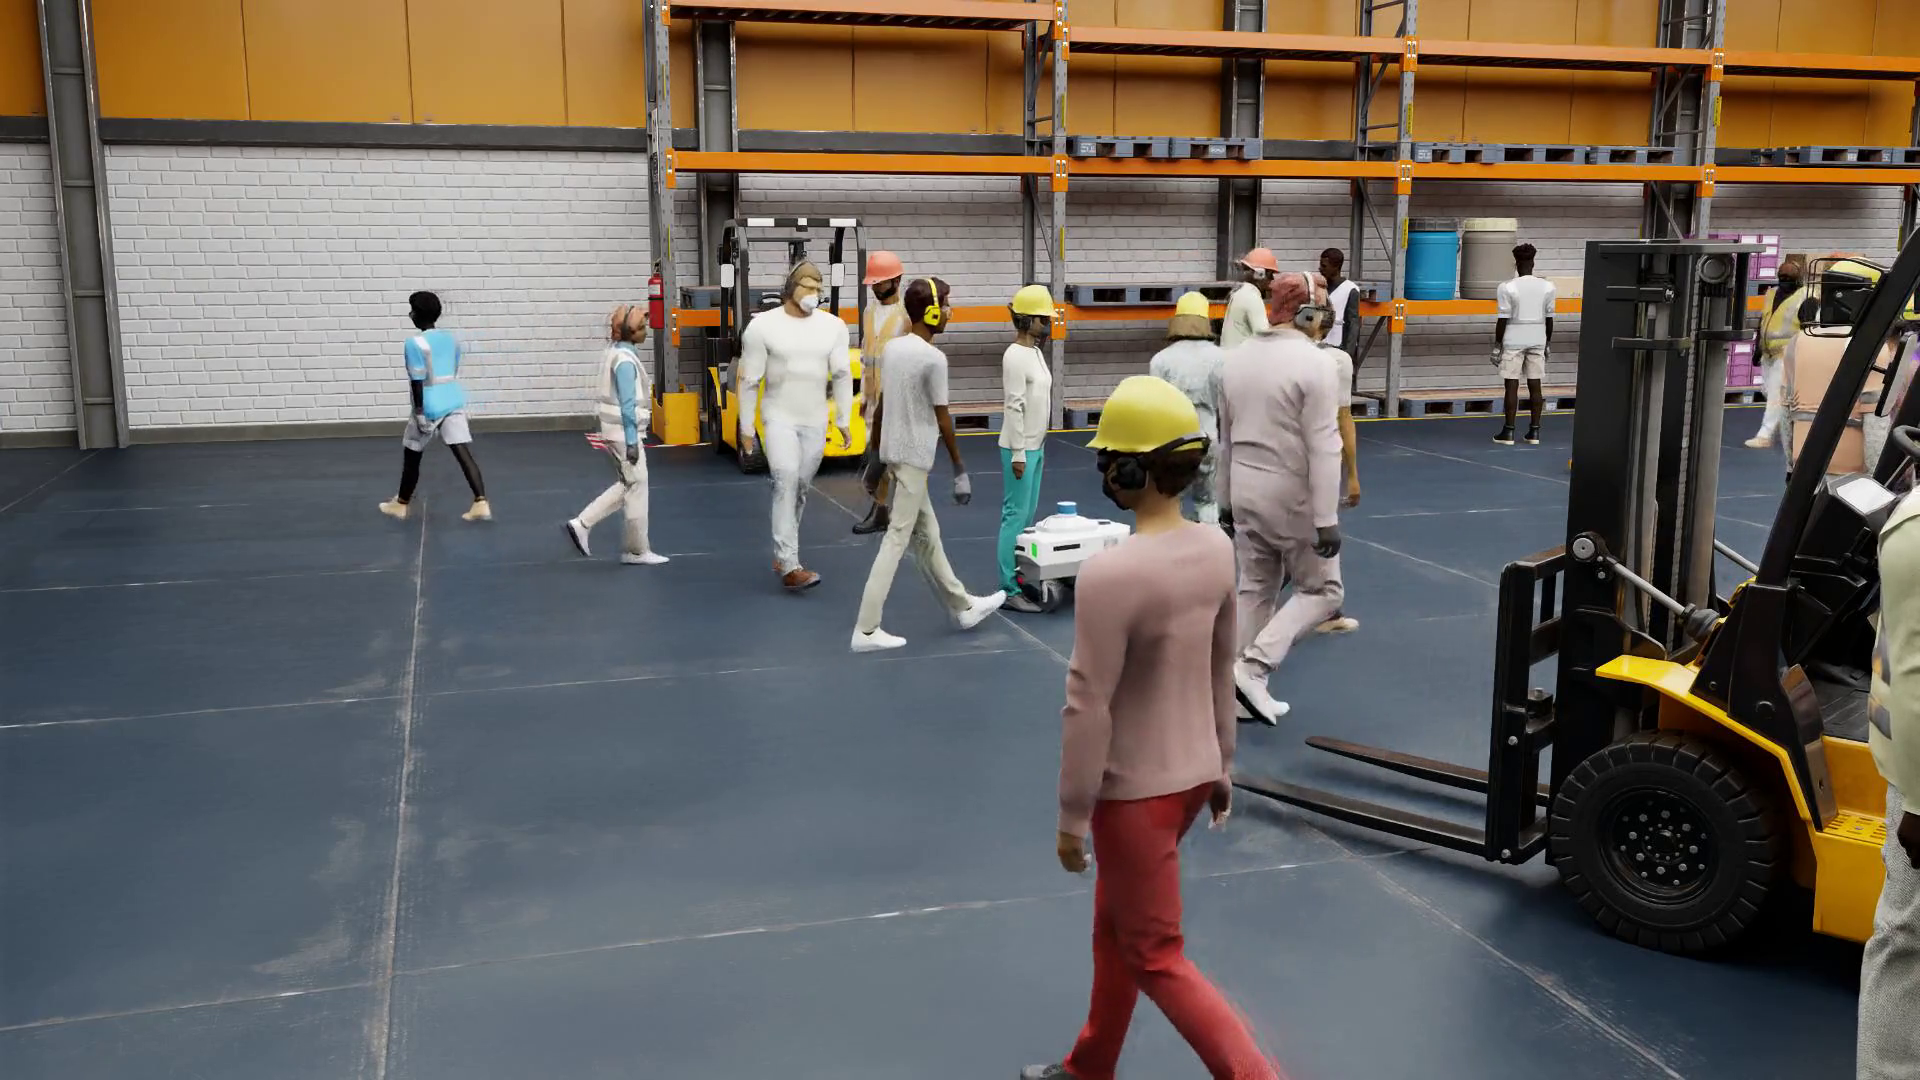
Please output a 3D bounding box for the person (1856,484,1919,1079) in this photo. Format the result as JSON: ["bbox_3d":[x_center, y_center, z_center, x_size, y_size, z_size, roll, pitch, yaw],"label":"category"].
[{"bbox_3d":[2.150,0.479,3.523,0.588,1.831,0.404,-9,14,-40],"label":"person"}]

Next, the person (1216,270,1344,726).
[{"bbox_3d":[1.289,-0.142,6.771,0.472,1.887,0.722,-6,12,-30],"label":"person"}]

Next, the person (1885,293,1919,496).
[{"bbox_3d":[4.834,-0.447,8.832,0.703,1.743,0.530,-1,10,-6],"label":"person"}]

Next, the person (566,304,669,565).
[{"bbox_3d":[-2.096,-0.625,10.138,0.532,1.618,0.536,-3,11,-17],"label":"person"}]

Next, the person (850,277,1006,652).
[{"bbox_3d":[-0.159,-0.376,8.233,0.961,1.821,0.528,-5,12,-27],"label":"person"}]

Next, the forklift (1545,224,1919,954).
[{"bbox_3d":[2.909,0.117,4.508,2.313,2.155,1.214,9,14,40],"label":"forklift"}]

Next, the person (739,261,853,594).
[{"bbox_3d":[-0.946,-0.669,9.685,0.639,1.881,0.999,-5,12,-27],"label":"person"}]

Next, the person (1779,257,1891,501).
[{"bbox_3d":[4.179,-0.379,7.959,0.364,1.928,0.586,-4,11,-19],"label":"person"}]

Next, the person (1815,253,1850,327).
[{"bbox_3d":[7.943,-1.670,15.237,0.493,1.884,0.587,3,11,18],"label":"person"}]

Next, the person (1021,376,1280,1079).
[{"bbox_3d":[0.454,0.521,3.555,0.811,1.740,0.527,9,14,40],"label":"person"}]

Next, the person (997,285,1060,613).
[{"bbox_3d":[0.380,-0.496,9.049,0.323,1.765,0.534,3,11,15],"label":"person"}]

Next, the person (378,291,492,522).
[{"bbox_3d":[-3.736,-0.941,11.812,0.901,1.647,0.539,5,12,27],"label":"person"}]

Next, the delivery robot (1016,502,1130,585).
[{"bbox_3d":[0.590,0.032,9.213,0.707,0.478,0.477,-6,12,-32],"label":"delivery robot"}]

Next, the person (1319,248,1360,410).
[{"bbox_3d":[3.605,-1.846,16.035,0.394,1.916,0.590,-6,12,-28],"label":"person"}]

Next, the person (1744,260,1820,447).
[{"bbox_3d":[7.990,-1.782,16.004,0.738,1.803,0.679,-2,11,-11],"label":"person"}]

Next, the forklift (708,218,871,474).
[{"bbox_3d":[-1.522,-1.778,14.899,1.214,2.155,2.313,-3,11,-17],"label":"forklift"}]

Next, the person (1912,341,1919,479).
[{"bbox_3d":[7.365,-1.280,12.912,0.415,1.924,0.574,0,10,-3],"label":"person"}]

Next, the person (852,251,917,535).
[{"bbox_3d":[-0.489,-0.971,11.207,0.543,1.928,0.372,9,14,40],"label":"person"}]

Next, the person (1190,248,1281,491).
[{"bbox_3d":[2.323,-1.330,13.161,1.060,1.924,0.608,0,10,3],"label":"person"}]

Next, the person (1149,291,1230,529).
[{"bbox_3d":[1.285,-0.508,9.214,0.518,1.717,0.497,-1,10,-7],"label":"person"}]

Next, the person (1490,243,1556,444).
[{"bbox_3d":[5.496,-1.910,16.264,0.604,1.959,0.379,-1,10,-7],"label":"person"}]

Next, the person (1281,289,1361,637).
[{"bbox_3d":[1.662,-0.352,8.180,0.929,1.803,0.519,-7,13,-34],"label":"person"}]
